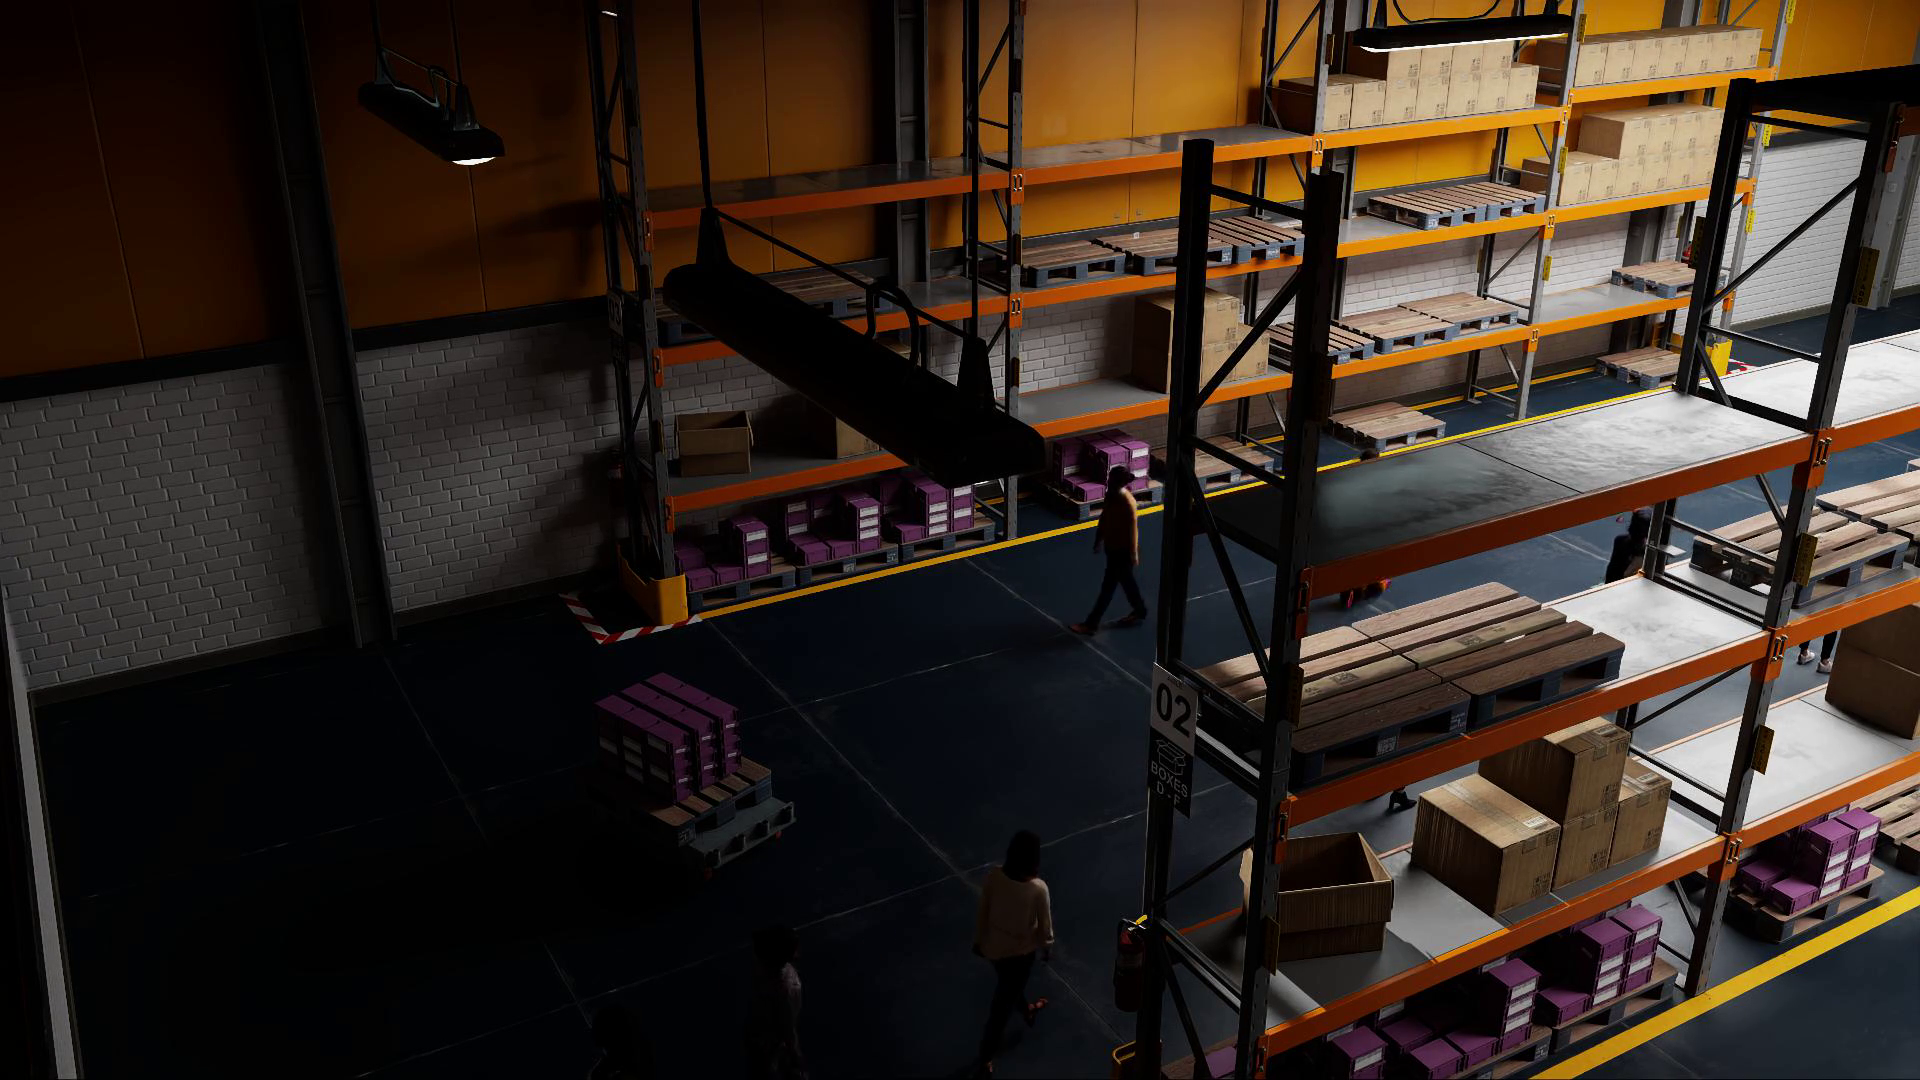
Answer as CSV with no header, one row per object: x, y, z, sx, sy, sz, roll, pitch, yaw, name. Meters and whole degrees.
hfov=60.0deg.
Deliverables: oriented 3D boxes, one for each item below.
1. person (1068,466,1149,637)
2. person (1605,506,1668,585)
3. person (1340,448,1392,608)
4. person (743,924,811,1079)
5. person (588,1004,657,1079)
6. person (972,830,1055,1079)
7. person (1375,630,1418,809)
1.617,0.101,16.181,1.204,1.705,0.808,-9,25,-19,person
5.997,0.564,14.888,0.613,1.892,0.694,-16,28,-33,person
4.054,-0.124,16.733,0.930,1.676,1.126,16,28,32,person
-1.183,2.951,9.706,1.083,1.668,0.828,-8,25,-17,person
-1.695,3.235,8.907,1.120,1.787,0.948,0,24,-1,person
0.267,2.636,10.470,0.946,1.634,1.200,15,28,31,person
3.523,1.326,13.324,0.528,1.748,0.607,-13,27,-27,person
